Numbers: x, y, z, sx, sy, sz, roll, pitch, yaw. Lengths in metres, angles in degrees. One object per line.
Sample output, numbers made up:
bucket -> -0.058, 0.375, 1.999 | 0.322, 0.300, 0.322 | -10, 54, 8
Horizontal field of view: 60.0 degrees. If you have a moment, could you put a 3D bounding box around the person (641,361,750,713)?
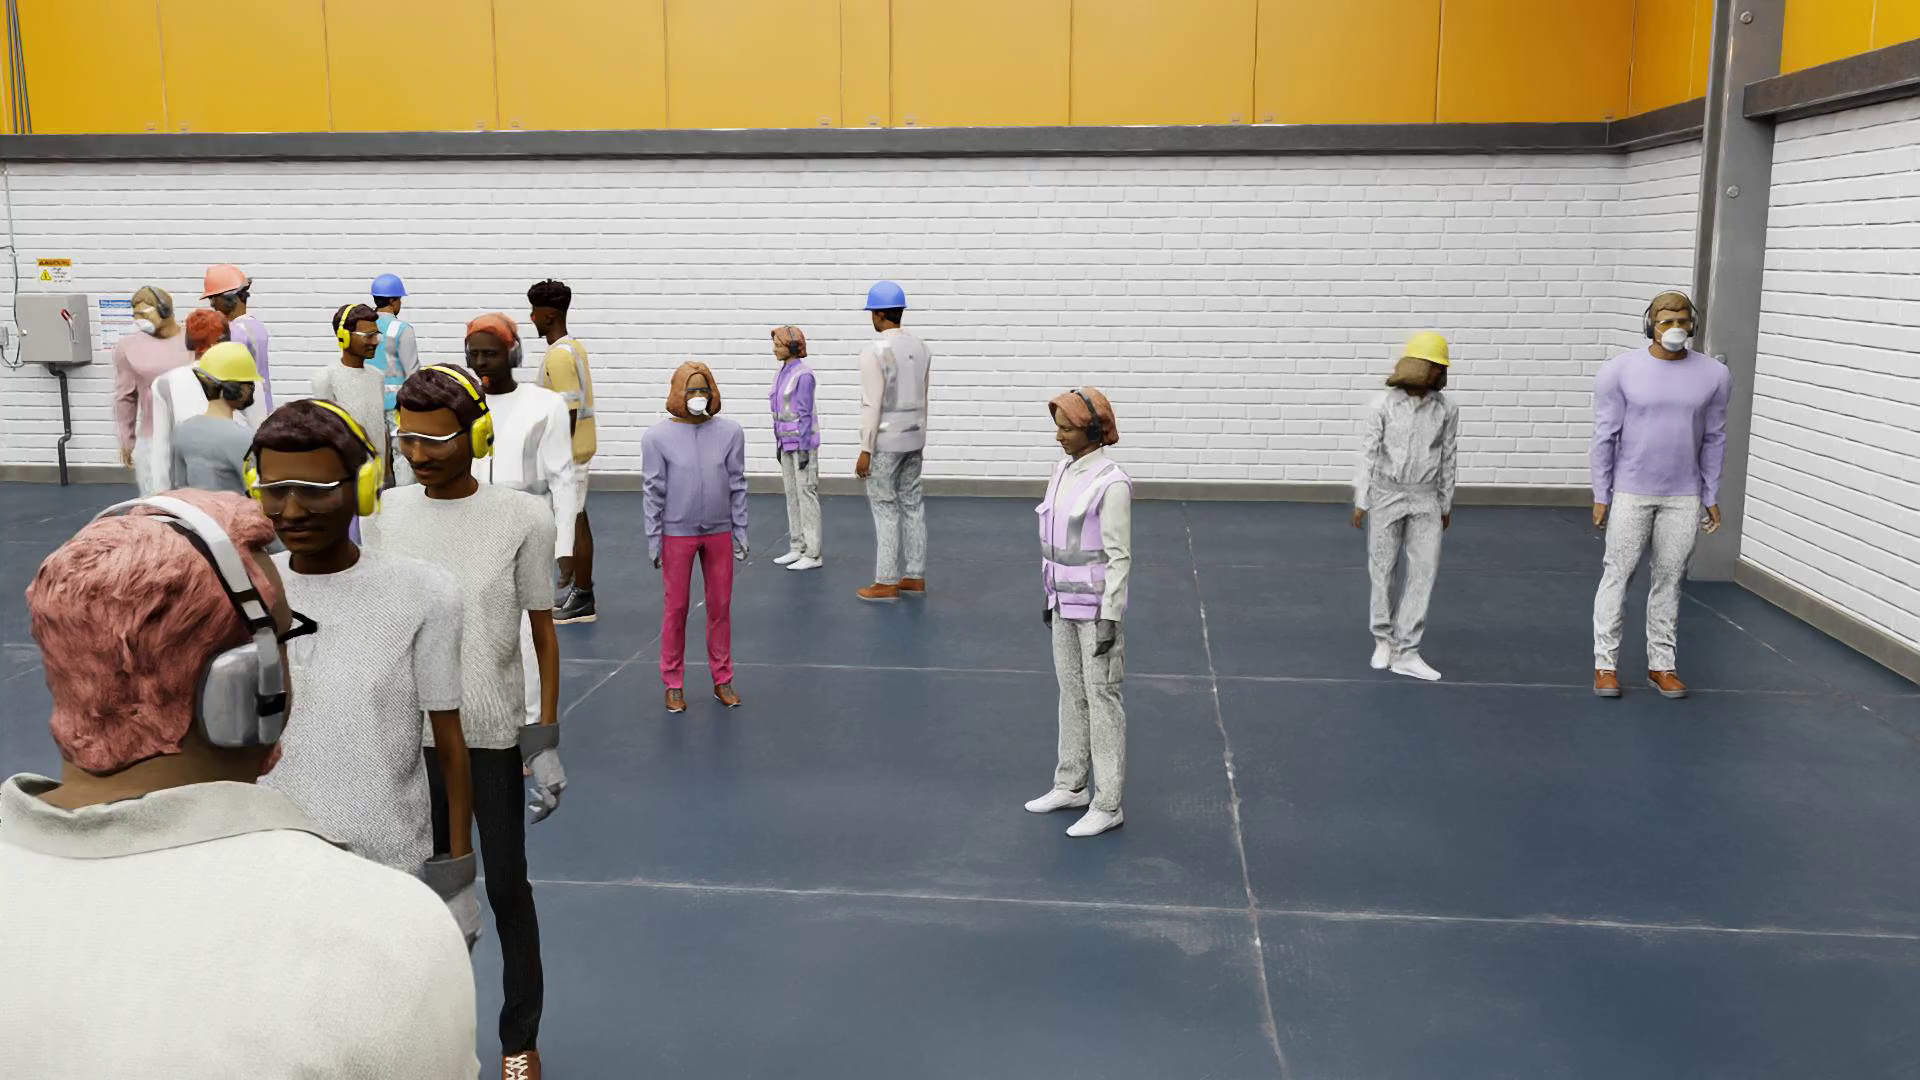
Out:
person -> -1.217, -0.015, 7.691 | 0.494, 1.624, 0.280 | -5, 11, -27

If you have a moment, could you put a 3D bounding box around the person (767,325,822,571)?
person -> -1.099, -0.615, 11.110 | 0.318, 1.628, 0.509 | -5, 11, -28

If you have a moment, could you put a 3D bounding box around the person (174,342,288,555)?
person -> -3.021, 0.032, 7.074 | 0.547, 1.740, 0.637 | 7, 12, 33

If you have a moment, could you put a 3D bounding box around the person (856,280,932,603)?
person -> -0.415, -0.588, 10.059 | 0.407, 1.945, 0.618 | 7, 12, 35

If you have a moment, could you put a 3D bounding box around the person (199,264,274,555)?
person -> -4.669, -0.763, 10.800 | 0.390, 2.034, 0.605 | -2, 10, -11

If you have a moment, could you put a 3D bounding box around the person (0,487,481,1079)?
person -> -0.710, 0.900, 1.641 | 0.643, 1.910, 0.400 | 2, 10, 12

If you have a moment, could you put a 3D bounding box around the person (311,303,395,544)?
person -> -3.064, -0.270, 8.489 | 0.321, 1.860, 0.516 | 4, 11, 21

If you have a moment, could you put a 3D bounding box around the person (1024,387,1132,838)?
person -> 0.454, 0.258, 6.083 | 0.310, 1.640, 0.514 | -4, 11, -23

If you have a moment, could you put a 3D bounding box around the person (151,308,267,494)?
person -> -3.830, -0.268, 8.549 | 0.560, 1.839, 0.963 | 2, 10, 10

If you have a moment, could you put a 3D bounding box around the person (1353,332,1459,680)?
person -> 2.219, -0.175, 8.339 | 0.577, 1.719, 0.500 | -1, 10, -3

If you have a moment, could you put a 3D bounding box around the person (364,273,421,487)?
person -> -4.314, -1.039, 12.626 | 0.605, 1.948, 0.391 | 5, 11, 25

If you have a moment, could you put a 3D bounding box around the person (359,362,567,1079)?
person -> -1.219, 0.500, 4.058 | 0.521, 1.865, 0.327 | 0, 10, 1

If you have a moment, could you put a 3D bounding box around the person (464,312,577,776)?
person -> -1.849, 0.017, 6.778 | 0.611, 1.877, 0.400 | 0, 10, 2

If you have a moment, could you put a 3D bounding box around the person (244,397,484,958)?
person -> -1.181, 0.653, 3.199 | 0.513, 1.862, 0.327 | -1, 10, -4

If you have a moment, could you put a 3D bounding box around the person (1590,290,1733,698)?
person -> 3.310, -0.210, 7.904 | 0.629, 1.940, 0.376 | 1, 10, 4

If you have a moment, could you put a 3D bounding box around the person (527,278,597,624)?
person -> -2.263, -0.504, 9.511 | 0.366, 1.963, 0.610 | -1, 10, -8
